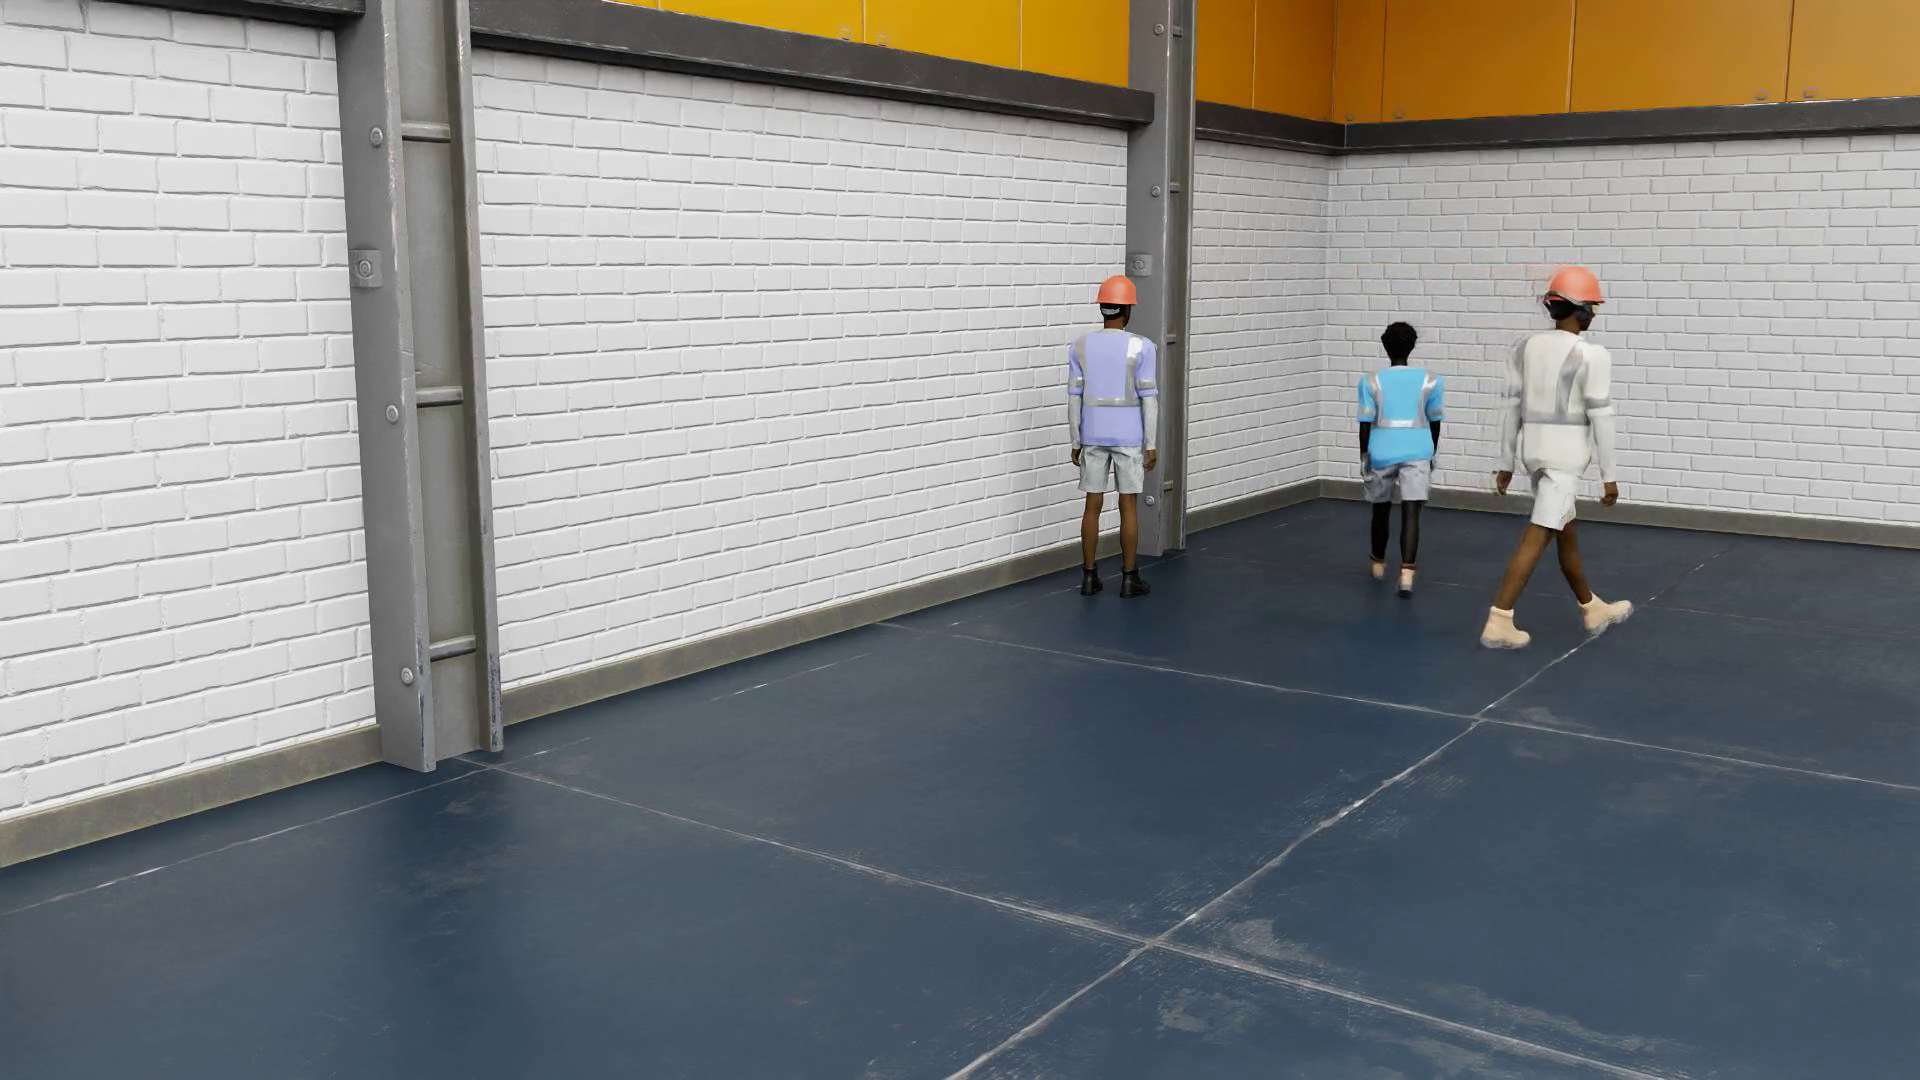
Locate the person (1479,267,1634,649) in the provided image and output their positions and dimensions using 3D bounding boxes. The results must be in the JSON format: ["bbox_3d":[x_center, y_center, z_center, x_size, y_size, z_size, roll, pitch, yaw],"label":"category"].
[{"bbox_3d":[3.173,-0.425,8.716,1.077,1.985,0.630,-4,10,-22],"label":"person"}]

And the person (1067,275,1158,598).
[{"bbox_3d":[0.926,-0.616,10.015,0.551,1.936,0.356,4,10,21],"label":"person"}]

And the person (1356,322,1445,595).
[{"bbox_3d":[2.703,-0.511,10.236,0.533,1.654,0.887,2,10,12],"label":"person"}]
